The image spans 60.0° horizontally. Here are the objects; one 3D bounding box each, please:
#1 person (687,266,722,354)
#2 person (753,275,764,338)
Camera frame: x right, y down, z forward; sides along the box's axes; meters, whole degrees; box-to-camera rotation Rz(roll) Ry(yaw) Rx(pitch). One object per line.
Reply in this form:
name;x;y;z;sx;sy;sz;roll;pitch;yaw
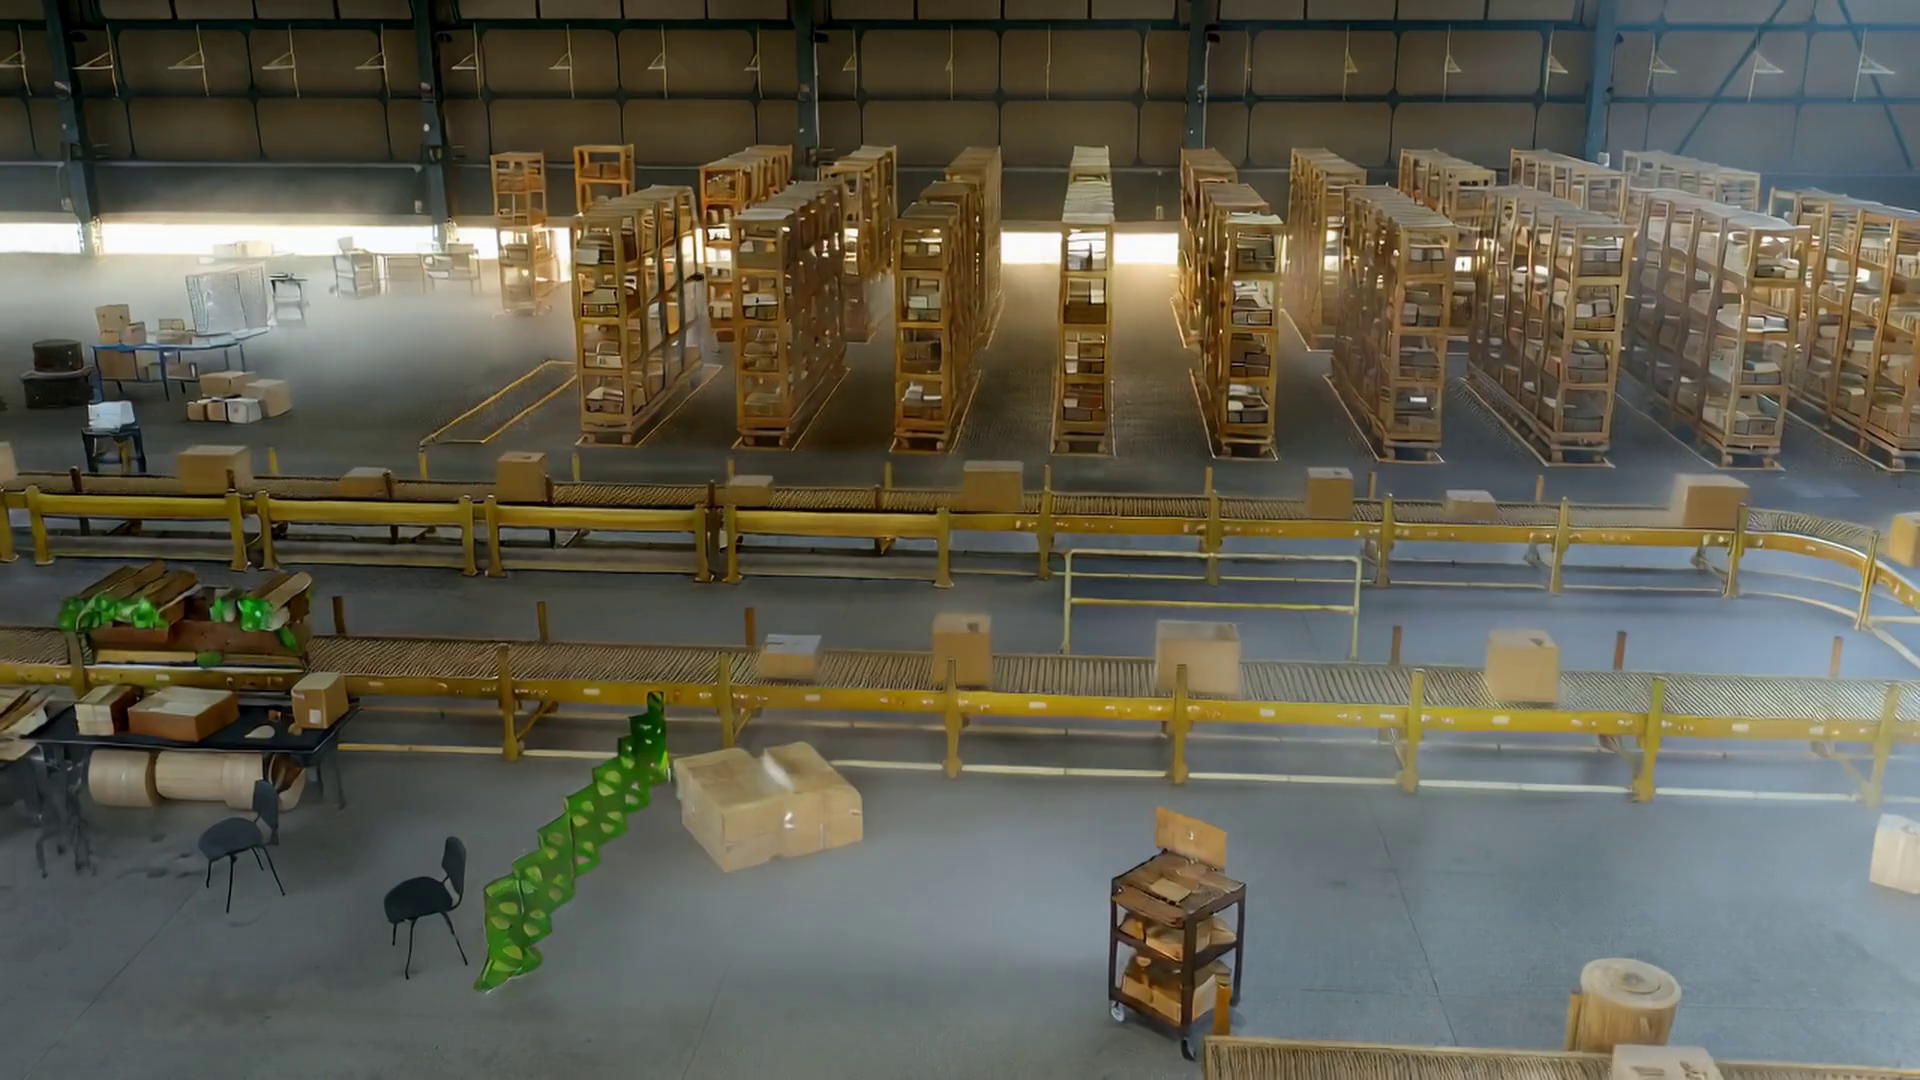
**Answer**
person;-5.209;-4.585;33.192;0.934;1.787;0.586;-2;18;-6
person;-3.911;-4.405;32.343;0.377;1.950;0.612;12;21;33
